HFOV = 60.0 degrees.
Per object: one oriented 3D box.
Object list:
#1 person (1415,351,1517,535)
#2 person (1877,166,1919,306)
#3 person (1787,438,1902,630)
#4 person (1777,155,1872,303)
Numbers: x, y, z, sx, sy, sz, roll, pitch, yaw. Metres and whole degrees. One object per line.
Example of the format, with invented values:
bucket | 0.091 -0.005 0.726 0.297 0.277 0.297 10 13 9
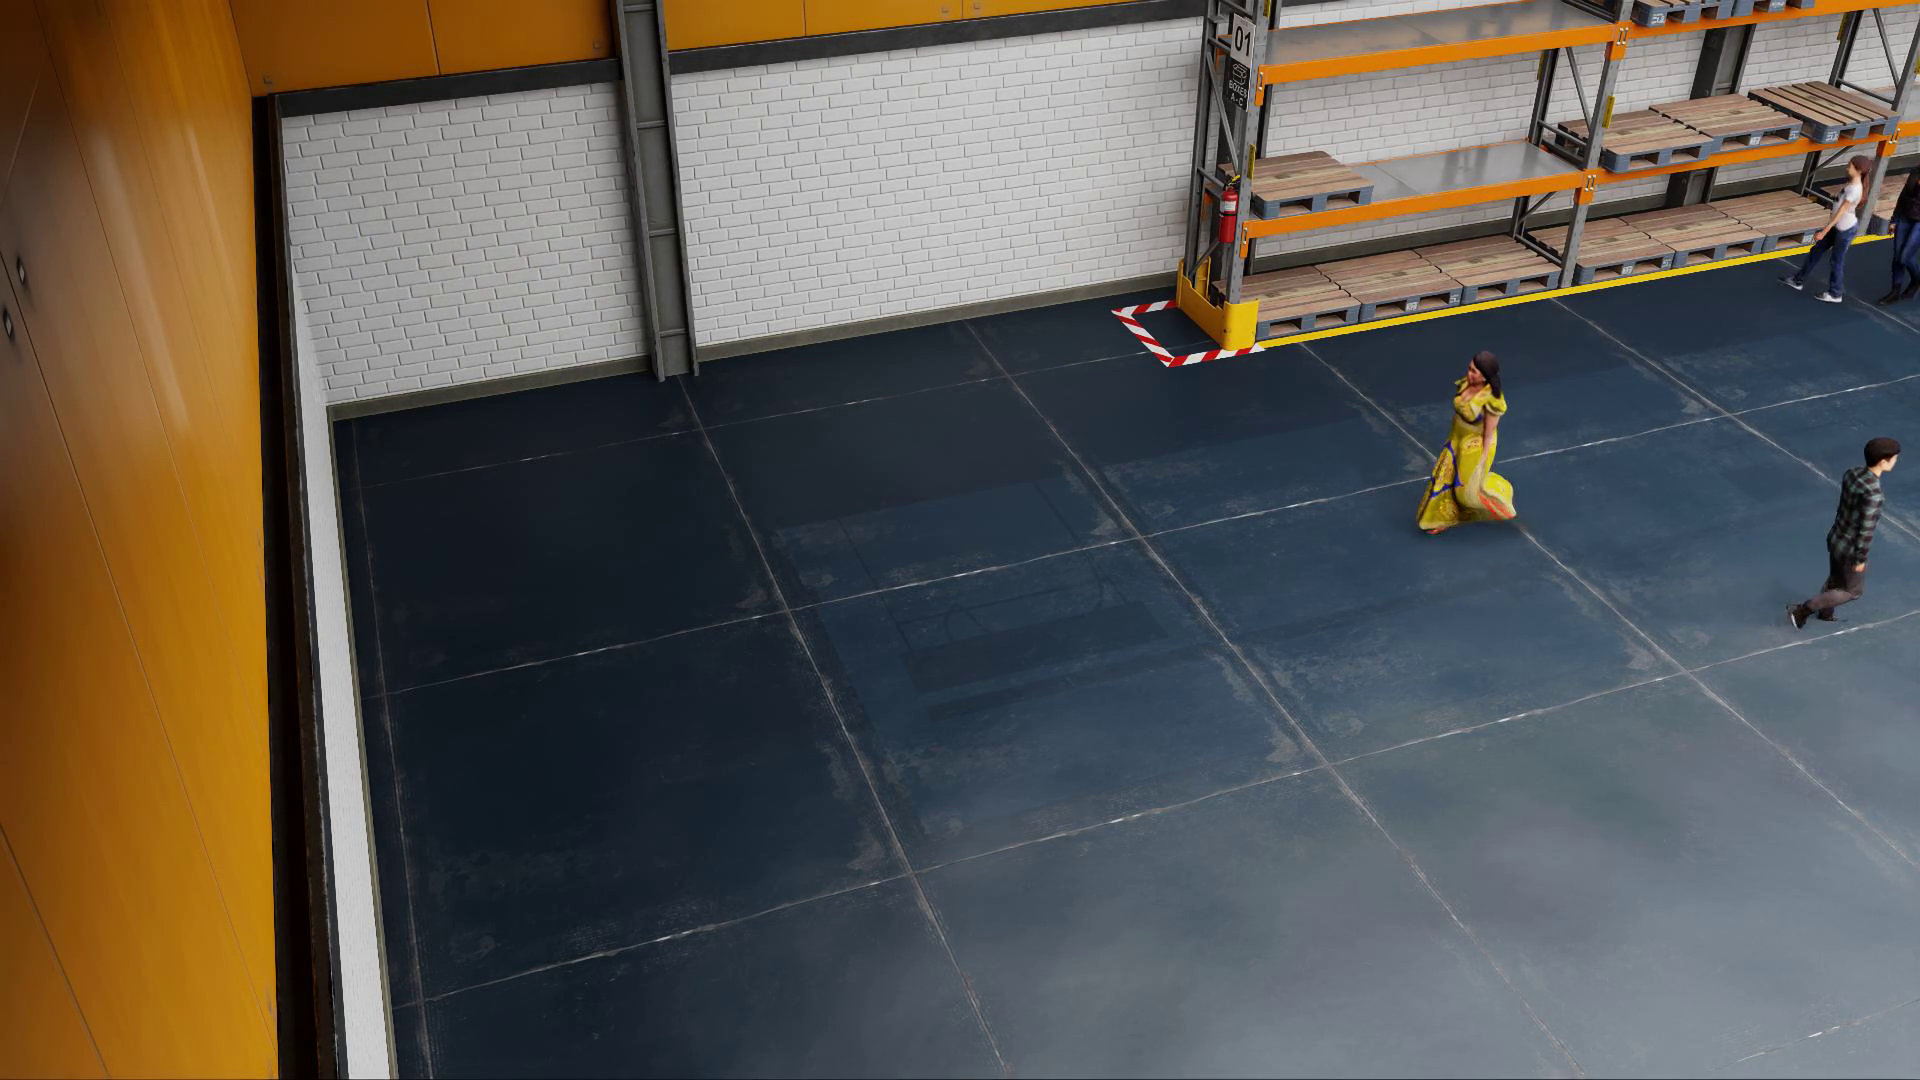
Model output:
person | 4.148 -0.766 13.322 1.104 1.640 0.801 -14 36 -20
person | 9.785 -3.217 16.929 0.708 1.731 0.619 -12 36 -18
person | 6.554 0.010 12.341 0.919 1.710 0.867 4 34 7
person | 9.082 -3.164 17.018 0.937 1.544 0.866 14 36 19
